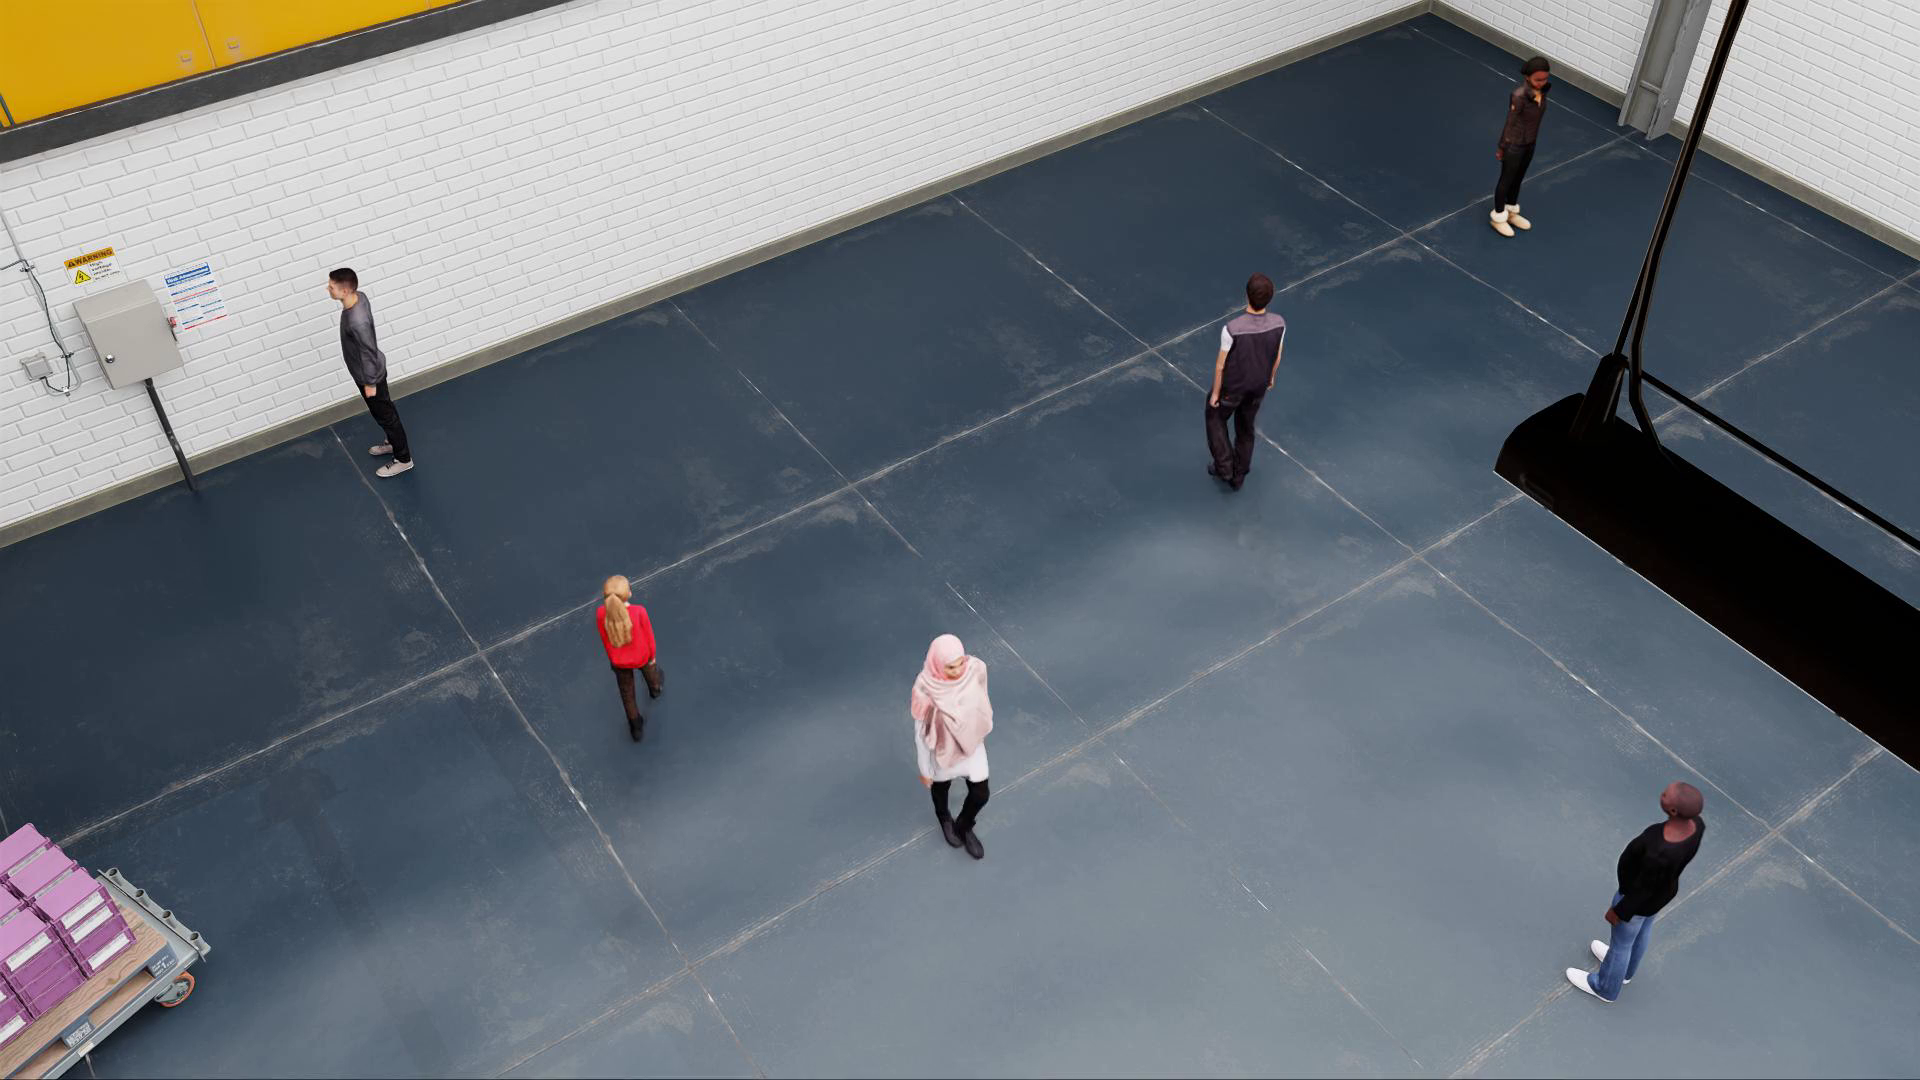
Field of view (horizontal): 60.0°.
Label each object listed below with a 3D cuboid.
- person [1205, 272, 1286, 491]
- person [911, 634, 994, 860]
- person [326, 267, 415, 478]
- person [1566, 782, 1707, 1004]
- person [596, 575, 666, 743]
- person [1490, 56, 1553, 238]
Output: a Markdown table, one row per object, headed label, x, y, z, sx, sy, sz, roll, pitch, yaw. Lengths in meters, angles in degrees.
| label | x | y | z | sx | sy | sz | roll | pitch | yaw |
| --- | --- | --- | --- | --- | --- | --- | --- | --- | --- |
| person | 2.060 | -1.061 | 11.962 | 0.770 | 1.835 | 0.763 | -9 | 44 | -9 |
| person | -0.098 | 1.141 | 9.681 | 0.679 | 1.792 | 0.674 | -20 | 47 | -20 |
| person | -4.335 | -1.252 | 12.215 | 0.722 | 1.761 | 0.553 | -16 | 46 | -16 |
| person | 3.685 | 1.891 | 8.925 | 0.610 | 1.749 | 0.554 | -31 | 51 | -28 |
| person | -2.084 | 0.768 | 10.458 | 0.747 | 1.260 | 0.880 | -3 | 44 | -3 |
| person | 4.921 | -3.498 | 14.643 | 0.636 | 1.664 | 0.577 | -26 | 49 | -25 |
